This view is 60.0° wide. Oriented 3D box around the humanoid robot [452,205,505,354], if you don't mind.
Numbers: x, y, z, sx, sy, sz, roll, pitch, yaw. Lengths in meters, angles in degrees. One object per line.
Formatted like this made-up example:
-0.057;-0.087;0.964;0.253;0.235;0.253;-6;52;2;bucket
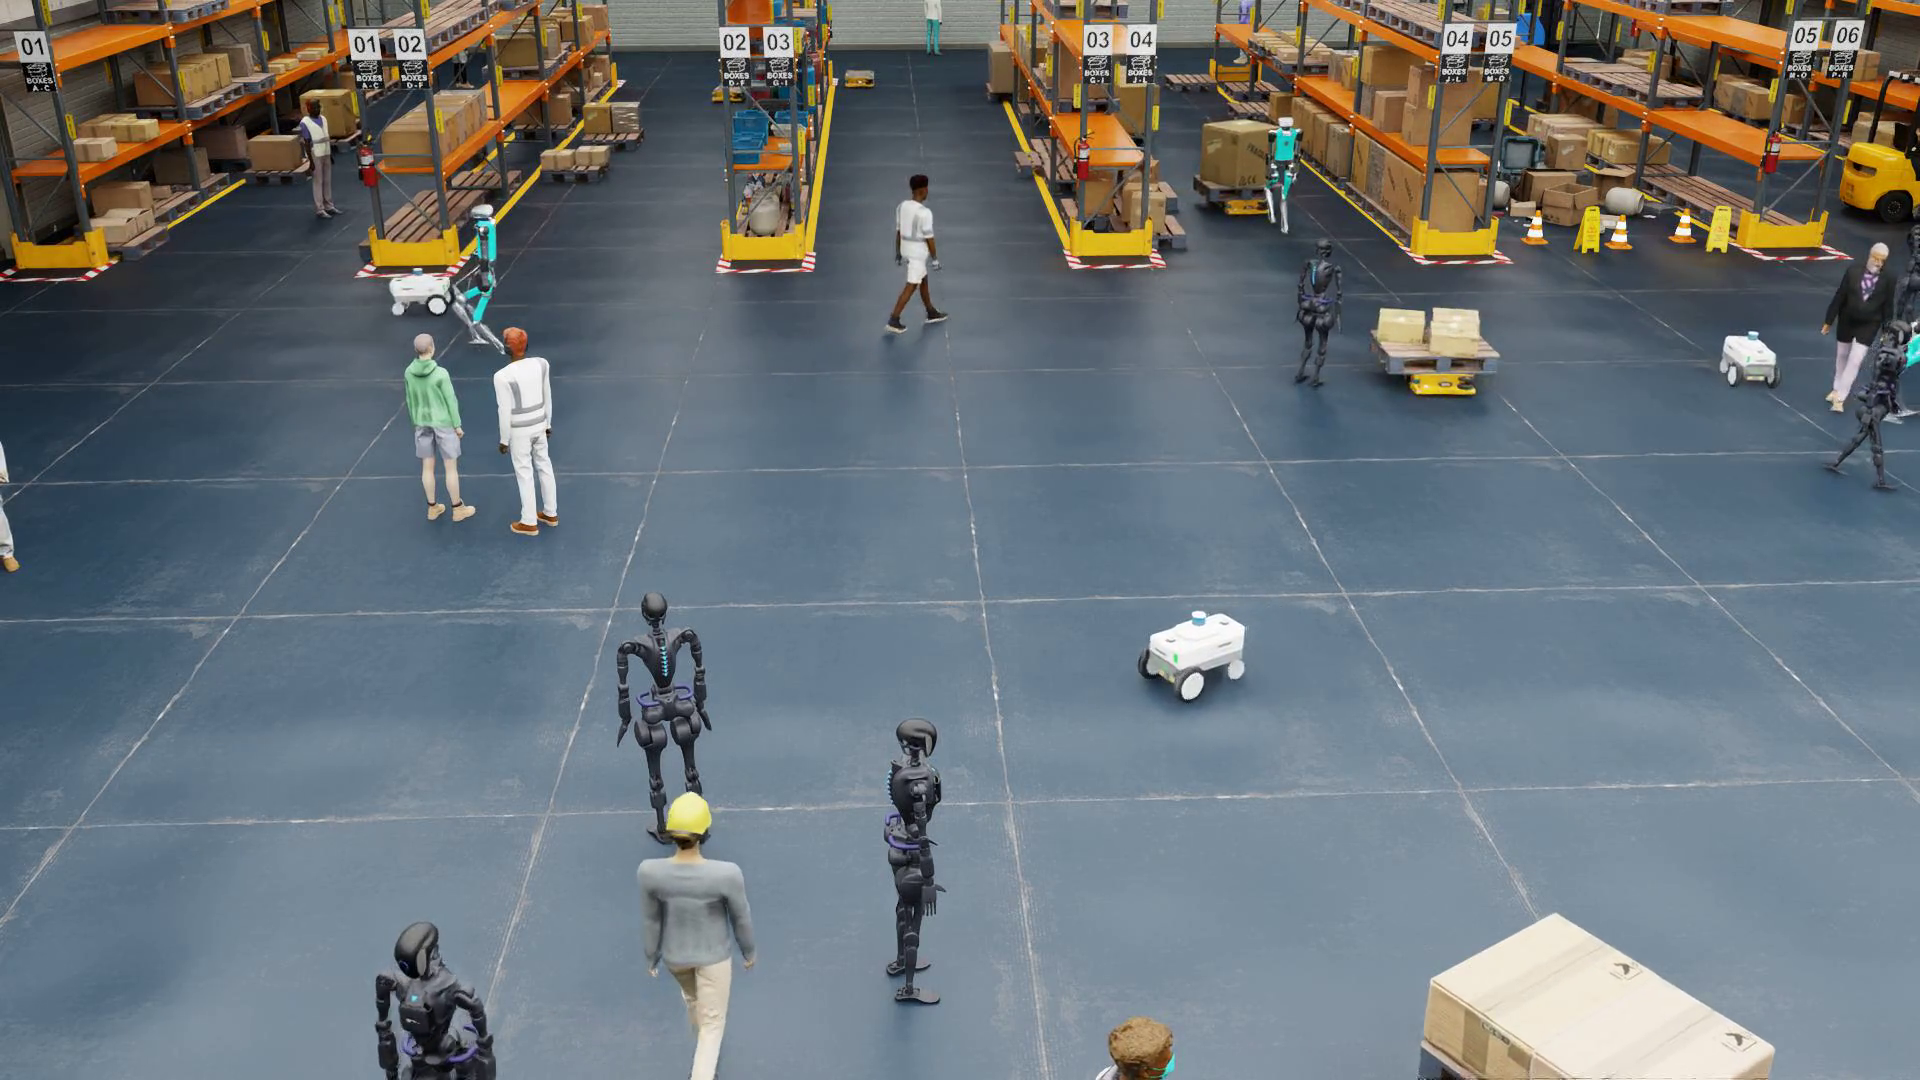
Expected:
-5.687;-3.016;19.472;0.837;1.801;0.545;-3;24;-6;humanoid robot

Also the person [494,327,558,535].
-3.825;-0.961;14.650;0.356;1.882;0.574;16;29;32;person

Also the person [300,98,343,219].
-9.992;-5.961;25.928;0.375;1.843;0.571;6;25;13;person

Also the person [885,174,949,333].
-0.559;-3.516;20.351;1.004;1.917;0.623;-16;28;-31;person

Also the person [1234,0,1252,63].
7.055;-12.757;41.255;0.381;1.797;0.608;11;26;23;person

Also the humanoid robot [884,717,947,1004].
-0.244;1.687;8.932;0.315;1.657;0.599;-3;24;-8;humanoid robot

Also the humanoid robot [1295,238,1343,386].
3.979;-2.537;18.427;0.349;1.650;0.604;-22;32;-40;humanoid robot

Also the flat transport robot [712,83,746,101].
-5.027;-9.845;36.593;0.659;0.231;1.431;1;24;1;flat transport robot

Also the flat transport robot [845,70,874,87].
-2.316;-10.637;38.373;0.659;0.231;1.431;-1;24;-2;flat transport robot

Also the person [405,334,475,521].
-4.701;-0.999;14.905;0.472;1.743;0.348;5;24;11;person

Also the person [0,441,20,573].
-8.251;-0.594;13.826;0.570;1.889;0.382;-13;27;-27;person

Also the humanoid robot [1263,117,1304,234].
4.827;-5.554;25.201;0.548;1.772;0.871;-1;24;-3;humanoid robot

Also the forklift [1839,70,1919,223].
15.132;-6.143;25.915;2.313;2.155;1.214;-1;24;-2;forklift

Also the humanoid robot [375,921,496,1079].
-2.297;2.365;7.419;0.585;1.641;0.375;5;24;11;humanoid robot

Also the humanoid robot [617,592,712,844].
-1.832;1.085;10.285;0.599;1.657;0.315;-10;26;-22;humanoid robot

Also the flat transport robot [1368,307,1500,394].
5.311;-1.950;18.854;0.659;0.231;1.431;0;24;0;flat transport robot

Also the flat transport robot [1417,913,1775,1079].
2.972;2.844;8.082;1.431;0.231;0.659;-15;28;-31;flat transport robot

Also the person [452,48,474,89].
-11.308;-11.056;37.555;0.533;1.699;0.318;15;28;30;person

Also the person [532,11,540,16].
-10.473;-12.622;40.873;0.379;1.864;0.518;-7;25;-15;person

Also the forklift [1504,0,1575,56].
14.700;-13.805;42.301;1.873;2.768;1.129;-1;24;-2;forklift

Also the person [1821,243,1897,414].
9.492;-2.252;17.632;0.615;1.800;0.919;18;29;34;person

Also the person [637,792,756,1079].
-1.287;2.025;8.123;0.535;1.728;0.867;3;24;6;person

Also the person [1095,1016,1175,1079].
0.647;2.656;6.499;0.378;1.912;0.497;-3;24;-7;person

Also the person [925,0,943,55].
-0.675;-13.324;42.570;0.523;1.768;0.306;18;30;34;person

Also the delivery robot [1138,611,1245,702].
1.740;0.818;12.281;0.791;0.592;0.499;-15;28;-30;delivery robot

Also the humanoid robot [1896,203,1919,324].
11.470;-3.227;20.001;0.435;1.643;0.609;18;30;35;humanoid robot

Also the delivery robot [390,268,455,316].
-6.874;-3.171;21.238;0.790;0.589;0.499;-2;24;-4;delivery robot

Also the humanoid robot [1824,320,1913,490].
8.696;-1.300;15.729;0.612;1.628;0.780;-19;30;-36;humanoid robot

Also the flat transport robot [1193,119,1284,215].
4.459;-5.479;26.783;0.659;0.231;1.431;-3;24;-7;flat transport robot

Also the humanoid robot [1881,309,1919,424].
9.887;-2.054;17.319;0.820;1.784;0.531;0;24;-1;humanoid robot

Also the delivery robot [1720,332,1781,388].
8.868;-2.028;18.685;0.499;0.601;0.783;1;24;2;delivery robot
